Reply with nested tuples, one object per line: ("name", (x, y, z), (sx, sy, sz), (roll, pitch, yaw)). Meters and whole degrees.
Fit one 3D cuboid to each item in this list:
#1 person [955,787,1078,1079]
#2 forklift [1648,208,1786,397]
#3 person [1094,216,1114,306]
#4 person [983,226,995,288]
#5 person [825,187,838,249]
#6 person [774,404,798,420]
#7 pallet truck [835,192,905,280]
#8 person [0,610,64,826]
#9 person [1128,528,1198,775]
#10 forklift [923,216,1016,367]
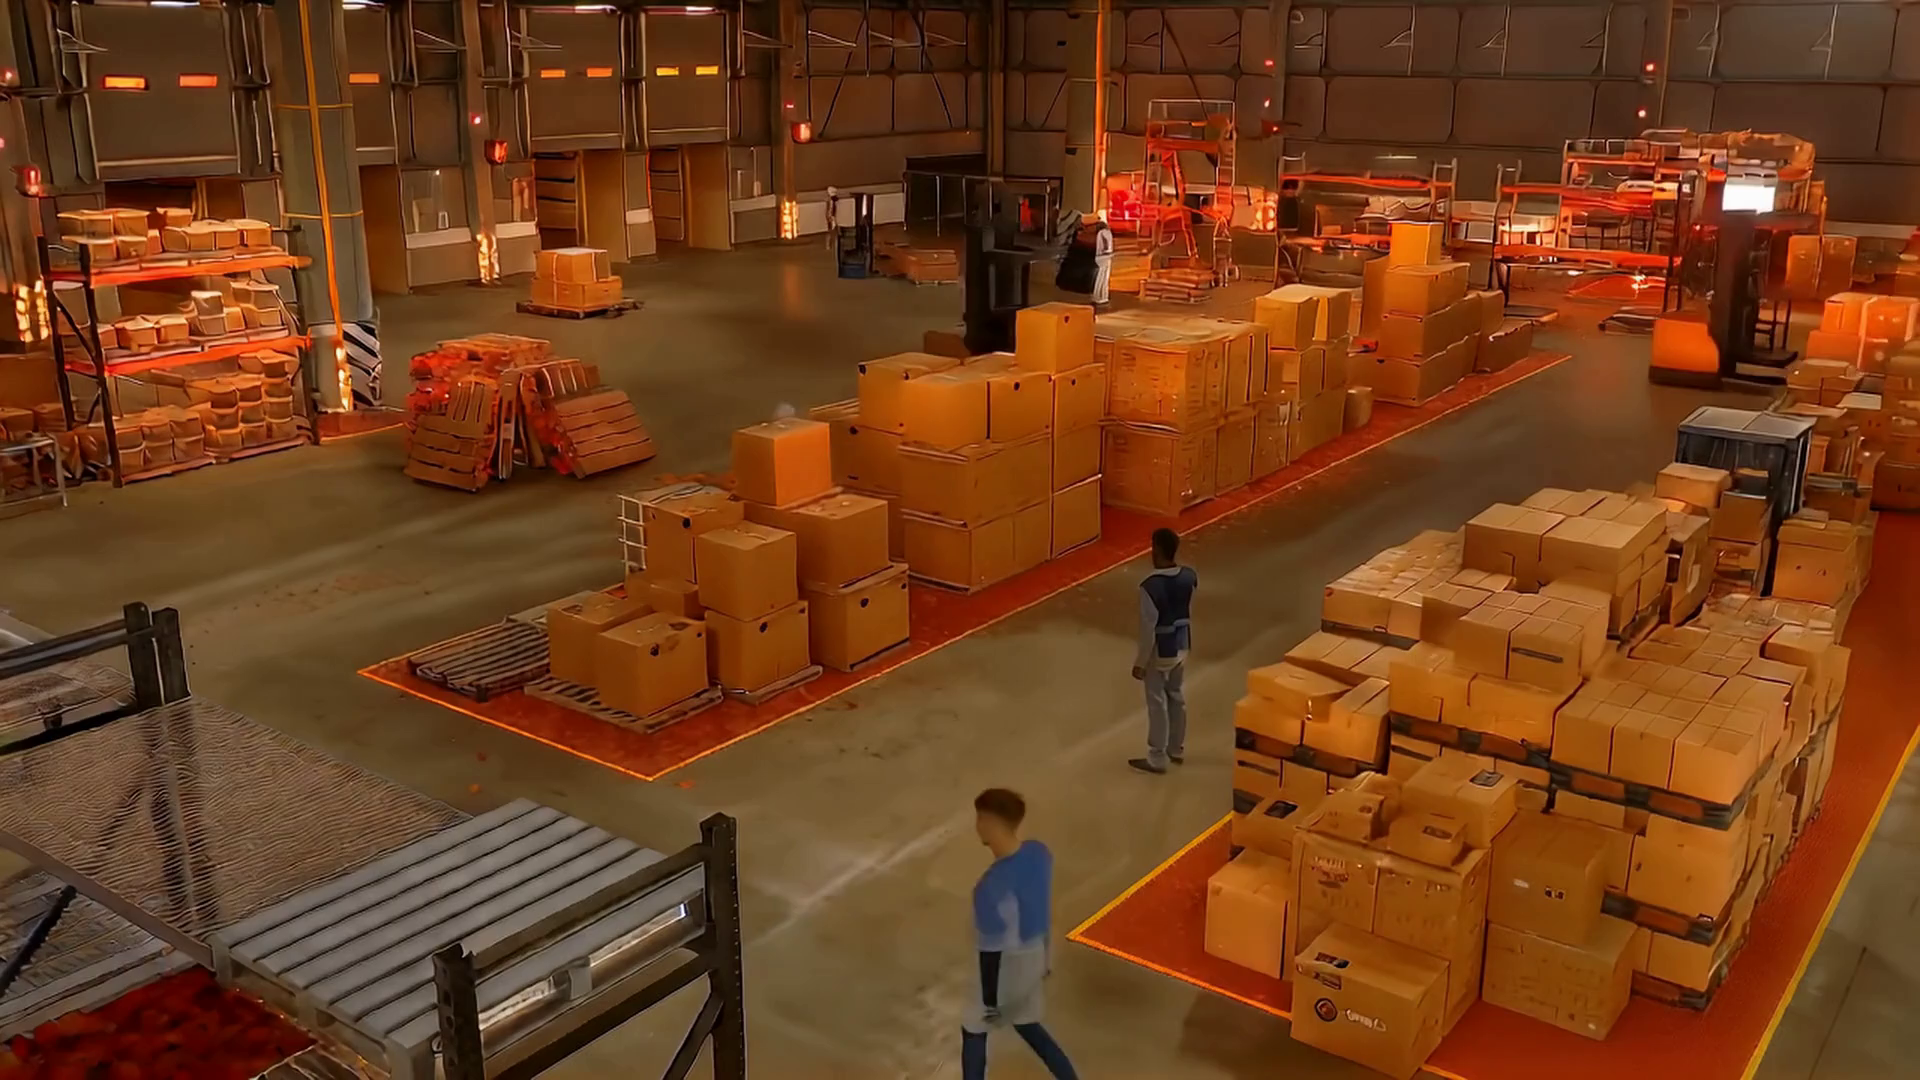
("person", (0.293, 2.140, 8.306), (0.874, 1.937, 0.606), (12, 21, 35))
("forklift", (12.212, -3.840, 26.489), (1.873, 2.768, 1.129), (12, 21, 35))
("person", (3.039, -5.846, 34.853), (0.346, 1.874, 0.576), (12, 21, 34))
("person", (0.505, -5.421, 33.404), (0.665, 1.899, 0.823), (8, 18, 24))
("person", (-3.428, -8.589, 44.333), (0.310, 1.636, 0.523), (-6, 18, -19))
("person", (-1.788, -0.444, 16.926), (0.978, 1.882, 0.565), (13, 21, 37))
("pallet truck", (-1.936, -7.159, 38.982), (1.885, 1.965, 0.823), (-12, 21, -34))
("person", (-6.225, 1.345, 10.929), (0.628, 1.936, 0.374), (-8, 19, -24))
("person", (1.552, 0.843, 12.623), (0.383, 1.917, 0.597), (16, 23, 42))
("forklift", (0.439, -3.495, 25.346), (1.873, 2.768, 1.129), (12, 21, 35))
